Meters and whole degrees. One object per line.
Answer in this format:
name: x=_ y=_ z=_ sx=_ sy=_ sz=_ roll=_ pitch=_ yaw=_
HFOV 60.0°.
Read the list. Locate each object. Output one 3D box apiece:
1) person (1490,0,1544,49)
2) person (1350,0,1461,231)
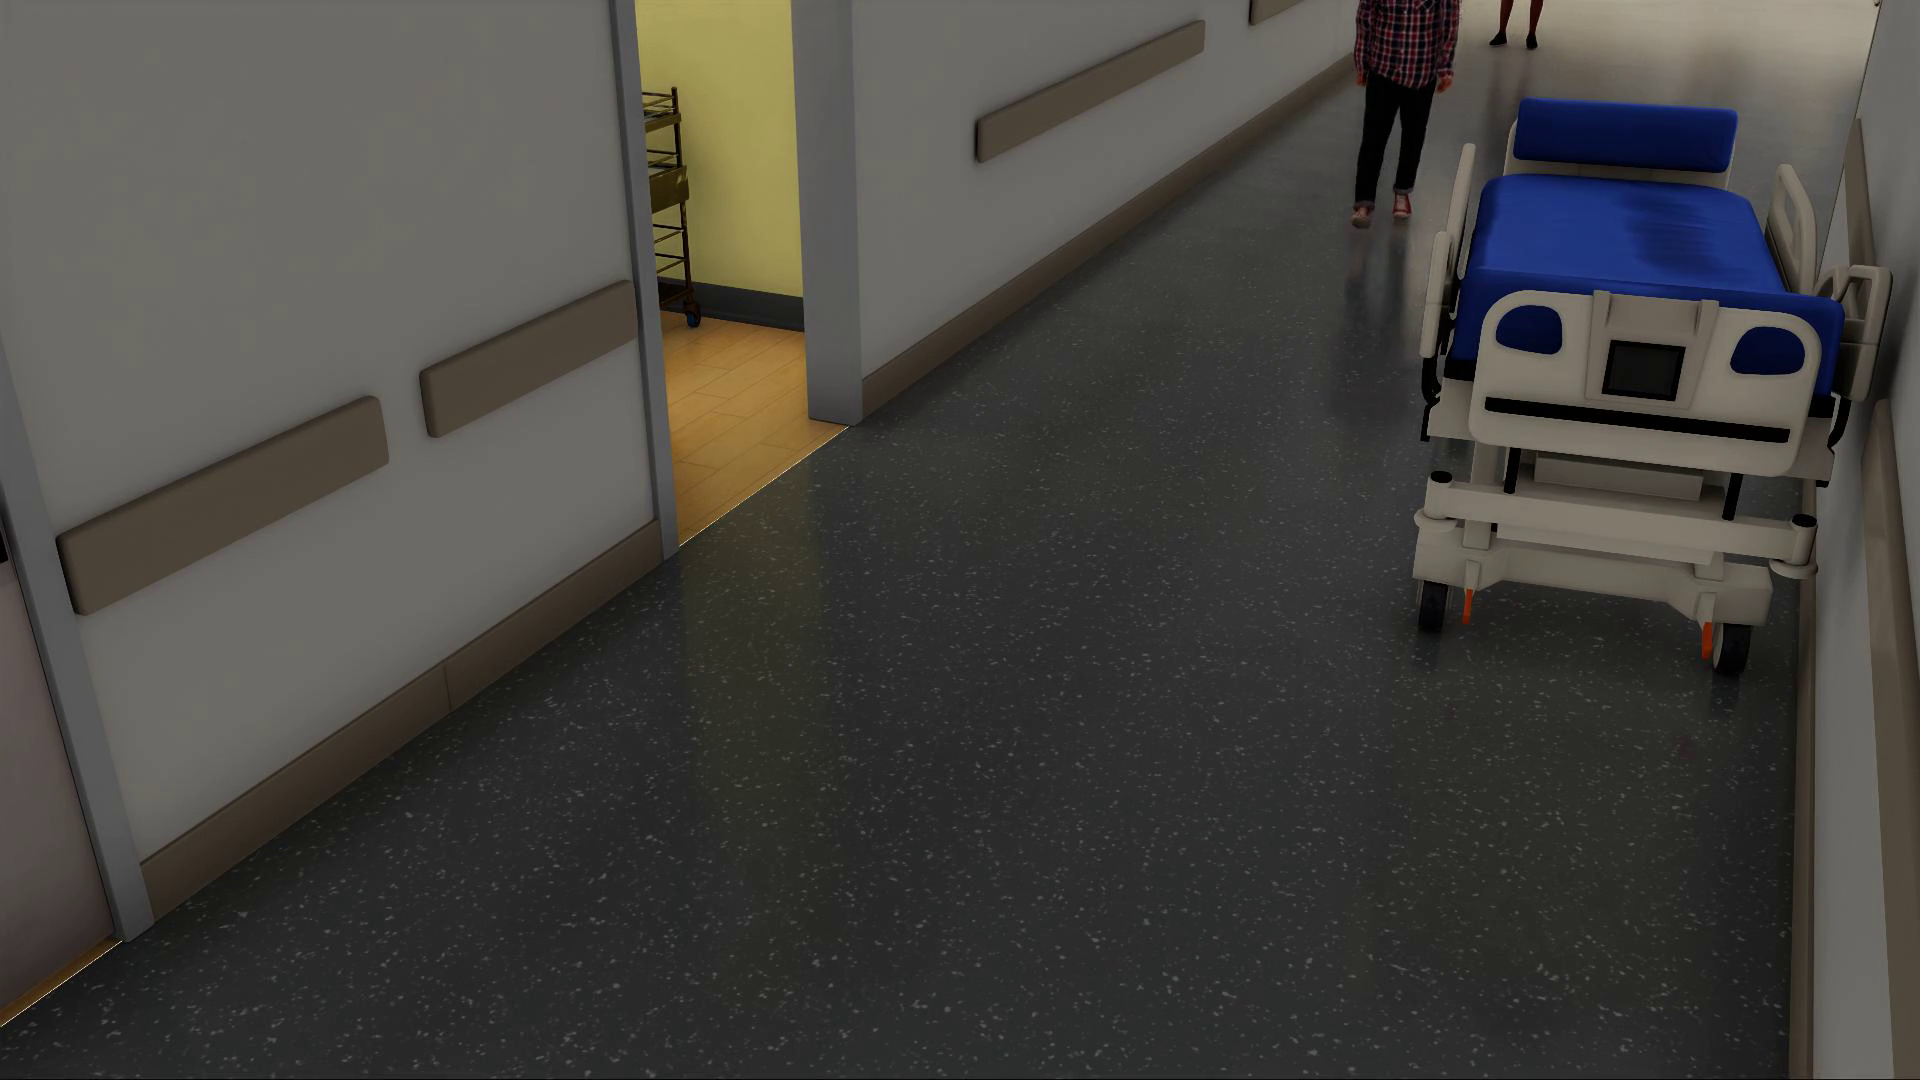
person: x=5.001 y=-5.223 z=14.559 sx=0.449 sy=1.743 sz=0.655 roll=11 pitch=28 yaw=21
person: x=2.446 y=-2.581 z=9.107 sx=1.051 sy=1.721 sz=0.850 roll=8 pitch=27 yaw=16
